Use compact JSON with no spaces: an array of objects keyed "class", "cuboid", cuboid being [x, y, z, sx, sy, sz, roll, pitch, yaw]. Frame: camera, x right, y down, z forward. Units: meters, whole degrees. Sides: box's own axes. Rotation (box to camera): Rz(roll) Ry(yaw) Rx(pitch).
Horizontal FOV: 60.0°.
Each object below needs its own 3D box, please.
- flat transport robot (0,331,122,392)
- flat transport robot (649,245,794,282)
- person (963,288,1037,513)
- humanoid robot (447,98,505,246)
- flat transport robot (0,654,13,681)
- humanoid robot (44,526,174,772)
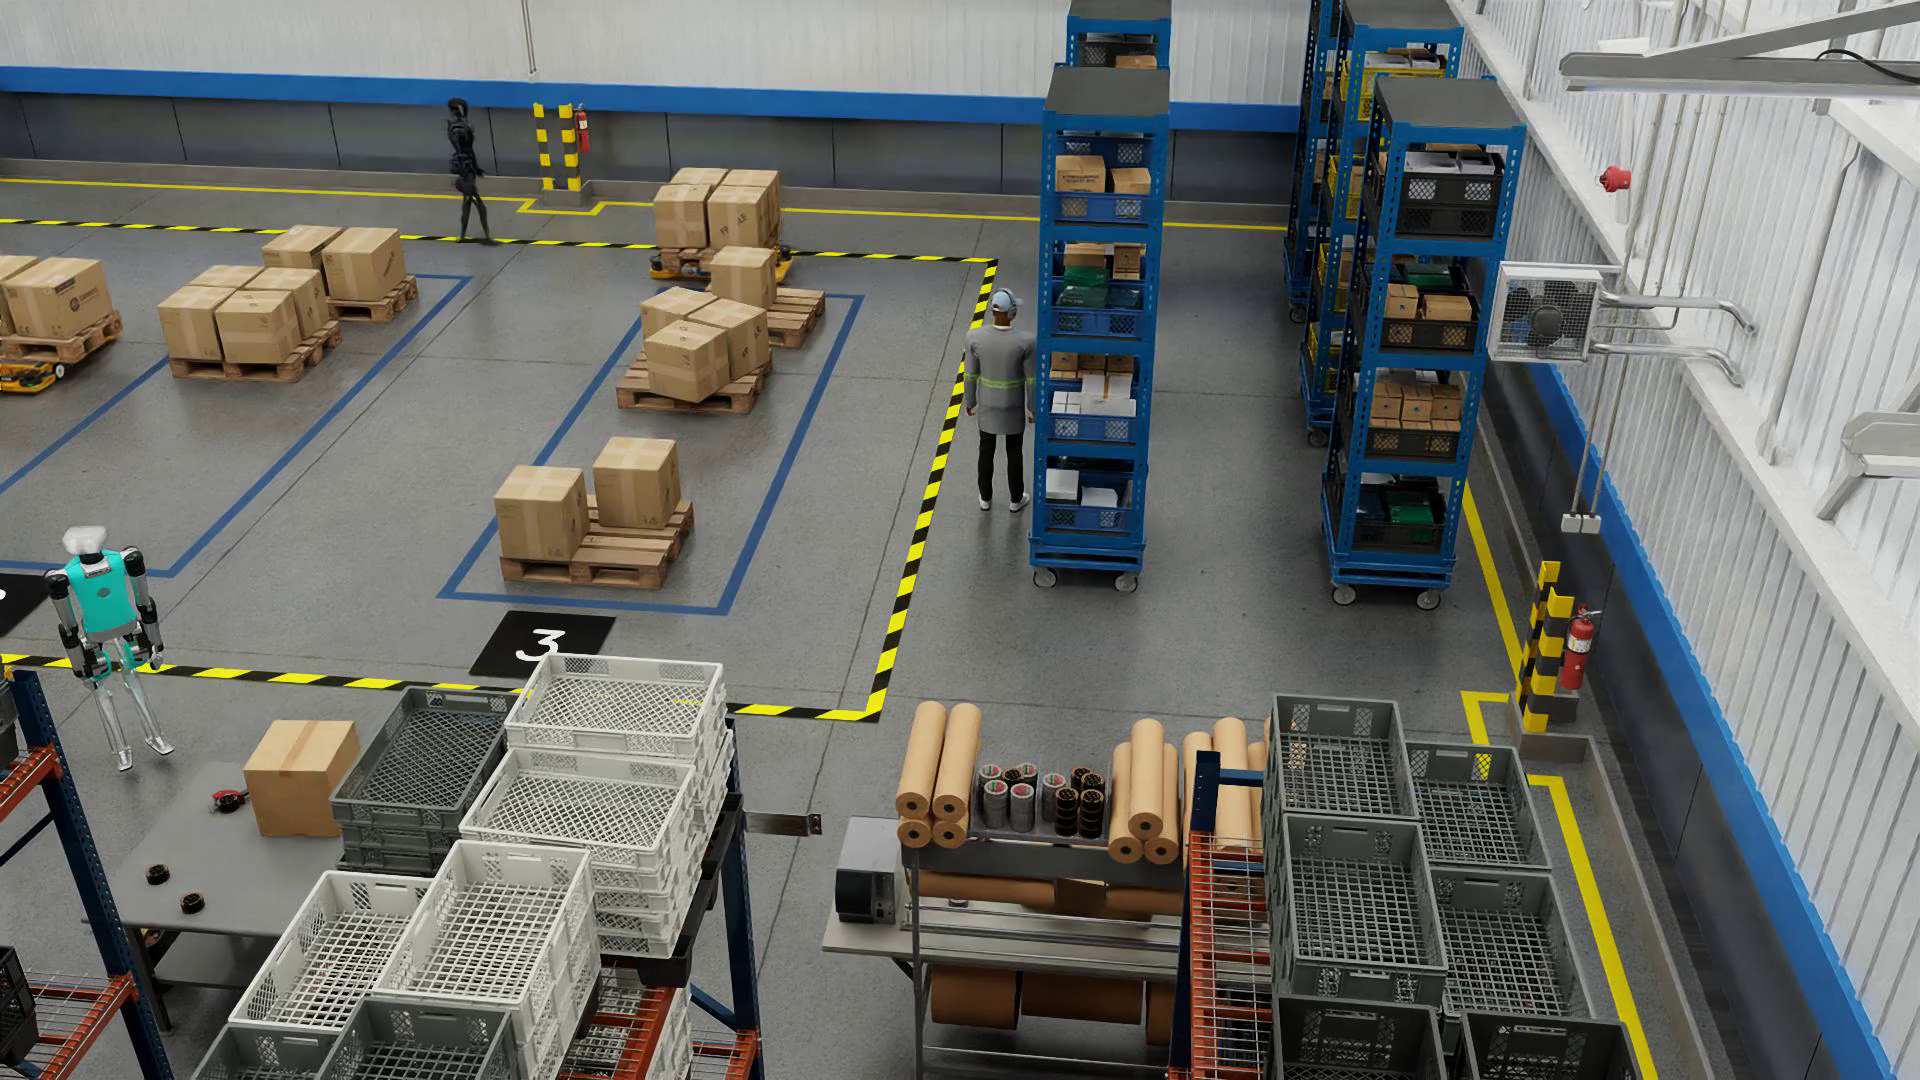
[{"class":"flat transport robot","cuboid":[-8.634,-1.787,15.716,0.652,0.197,1.431,3,30,6]},{"class":"flat transport robot","cuboid":[-2.547,-2.985,17.773,1.431,0.197,0.652,3,30,6]},{"class":"person","cuboid":[0.331,-1.088,12.969,0.596,1.849,0.386,5,31,9]},{"class":"humanoid robot","cuboid":[-5.359,-4.035,18.214,0.583,1.641,0.596,-2,30,-3]},{"class":"flat transport robot","cuboid":[-7.142,0.969,11.010,1.431,0.231,0.659,3,30,6]},{"class":"humanoid robot","cuboid":[-5.162,0.583,10.079,0.533,1.677,0.735,-22,37,-32]}]
